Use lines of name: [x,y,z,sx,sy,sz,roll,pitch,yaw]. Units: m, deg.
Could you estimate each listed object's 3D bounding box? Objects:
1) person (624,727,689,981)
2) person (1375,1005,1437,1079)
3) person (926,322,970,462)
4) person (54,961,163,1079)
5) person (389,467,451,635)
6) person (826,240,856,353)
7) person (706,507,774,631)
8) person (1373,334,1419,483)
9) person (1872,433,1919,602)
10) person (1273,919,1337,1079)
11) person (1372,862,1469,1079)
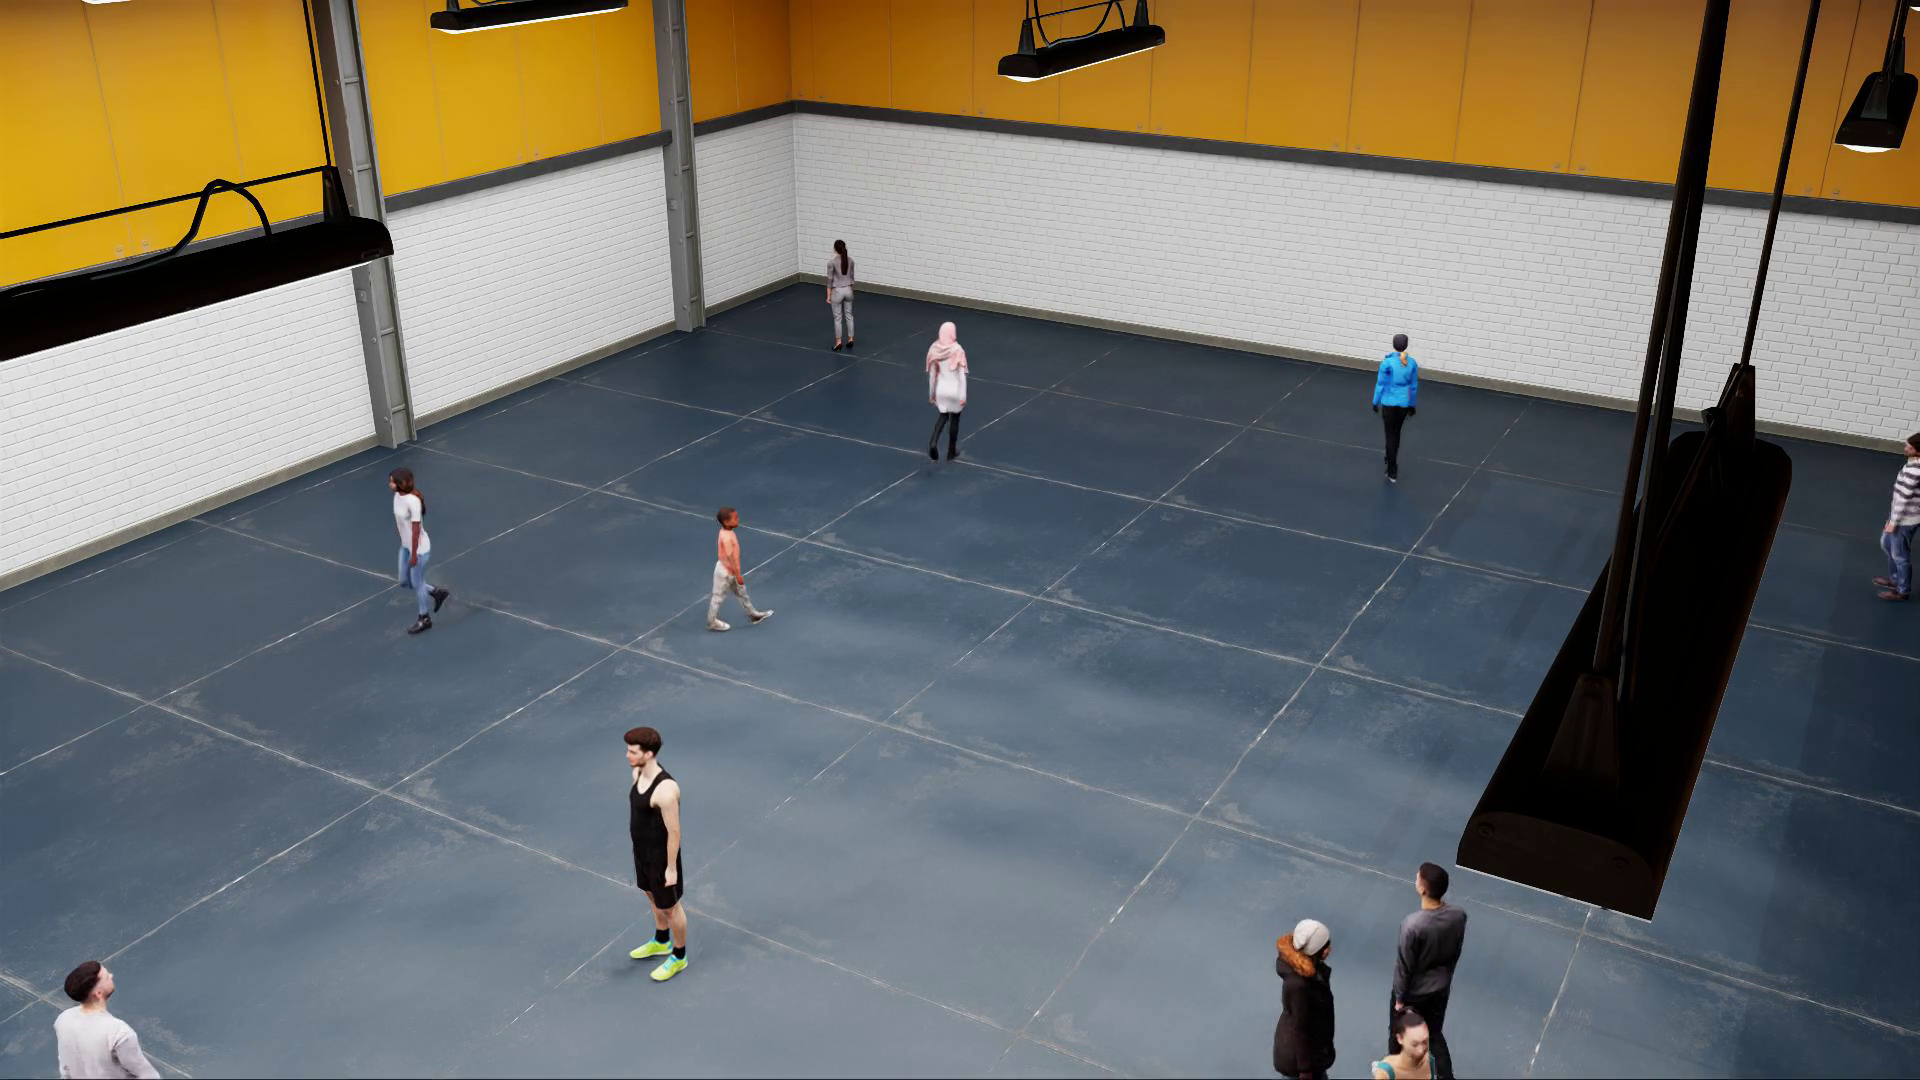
person: [-2.061,2.105,11.306,0.715,1.890,0.764,-17,29,-34]
person: [2.330,3.220,9.060,0.995,1.646,1.052,-7,24,-15]
person: [-0.165,-1.761,20.277,0.680,1.789,0.936,10,26,22]
person: [-4.663,3.139,9.054,0.706,1.799,1.103,12,26,26]
person: [-5.231,0.078,16.169,0.810,1.709,0.682,-21,31,-40]
person: [-1.762,-3.634,24.699,0.668,1.678,0.772,-15,28,-31]
person: [-2.338,0.295,16.204,0.797,1.283,0.878,1,24,2]
person: [5.219,-1.556,19.821,0.930,1.779,1.038,-2,24,-4]
person: [9.564,-0.230,16.739,0.539,1.818,0.774,-22,32,-40]
person: [1.948,2.933,9.746,0.770,1.623,0.759,11,26,23]
person: [2.841,2.740,10.029,1.010,1.750,1.040,-8,25,-19]
